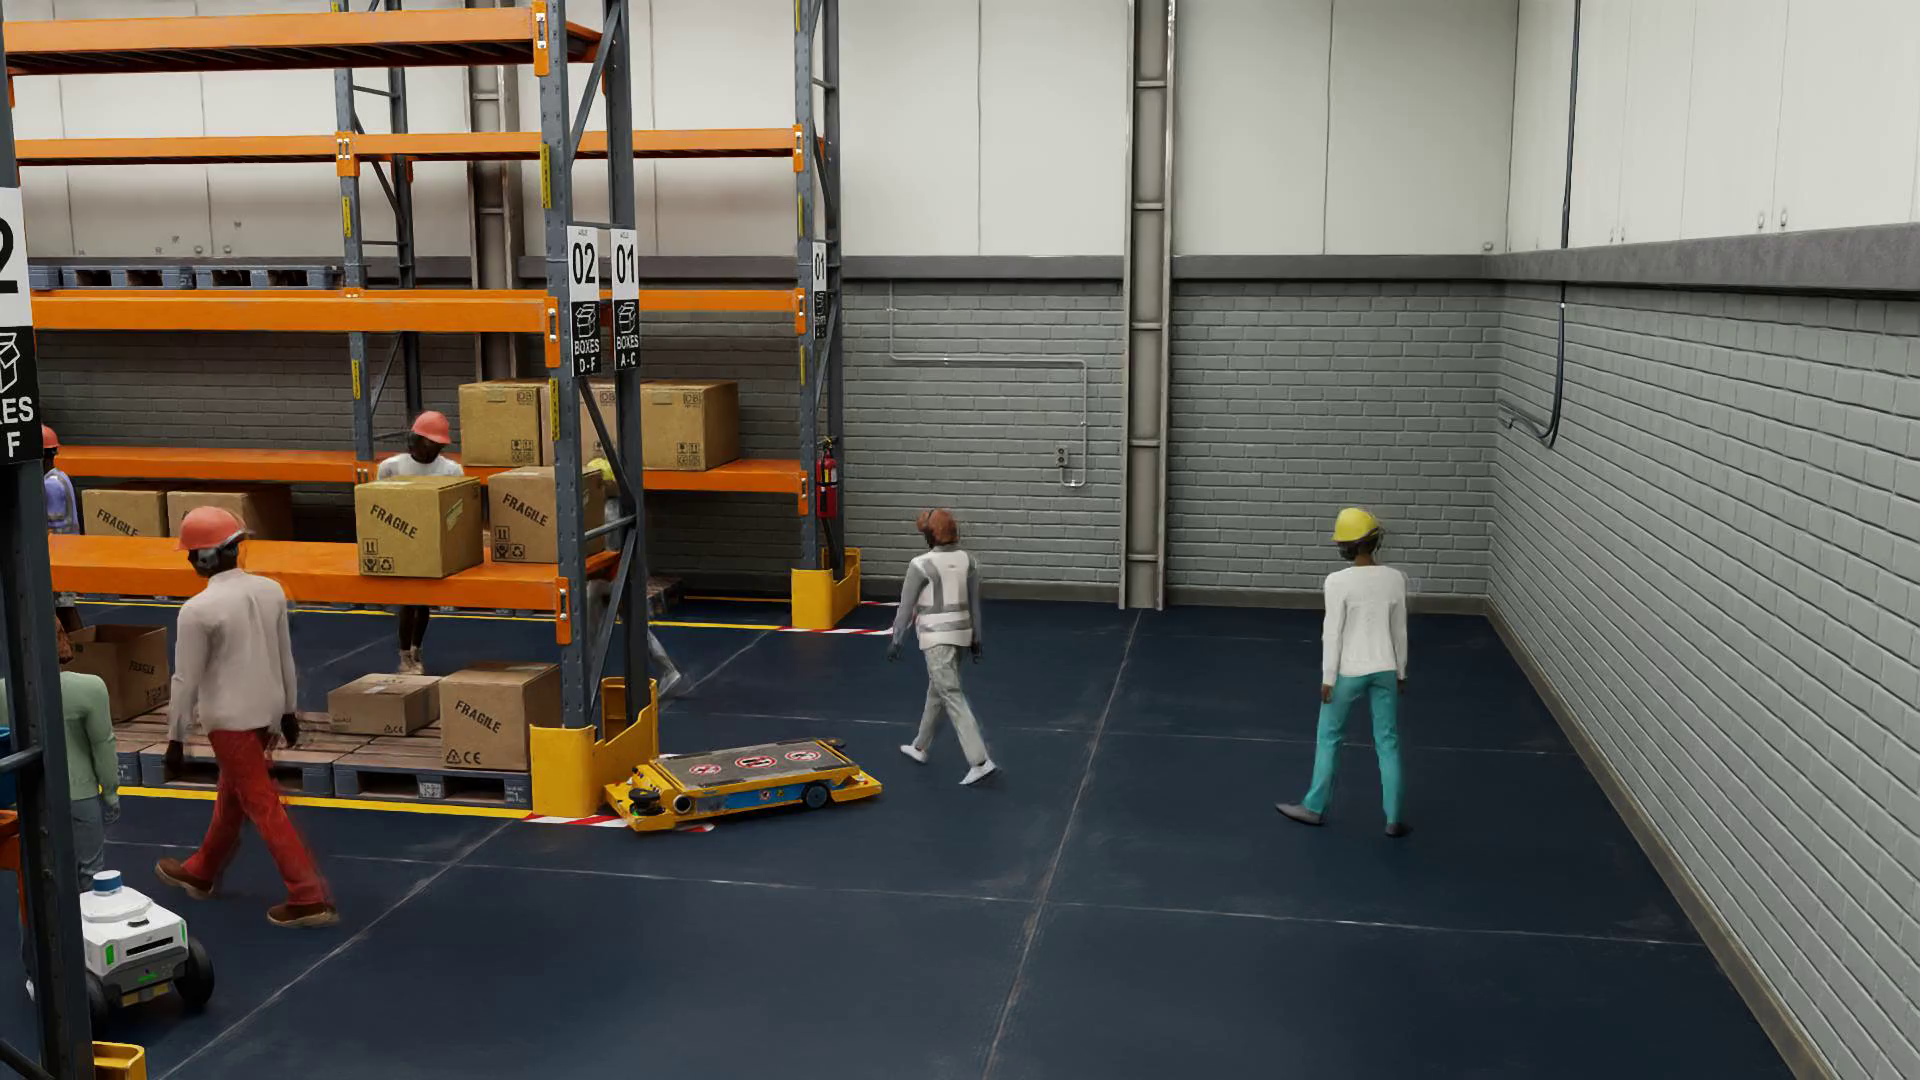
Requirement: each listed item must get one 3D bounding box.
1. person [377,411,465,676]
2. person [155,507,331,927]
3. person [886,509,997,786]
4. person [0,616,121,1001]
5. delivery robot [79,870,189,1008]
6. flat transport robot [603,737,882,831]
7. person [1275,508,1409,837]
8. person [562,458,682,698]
[{"bbox_3d":[-3.938,0.046,12.160,0.640,1.987,0.684,-6,11,-31],"label":"person"},{"bbox_3d":[-3.357,0.807,7.621,1.064,1.927,0.630,3,10,16],"label":"person"},{"bbox_3d":[-0.074,0.615,9.820,0.566,1.595,0.864,-9,13,-43],"label":"person"},{"bbox_3d":[-3.727,1.079,6.843,0.499,1.636,0.286,-3,10,-20],"label":"person"},{"bbox_3d":[-3.445,1.586,6.748,0.707,0.478,0.477,8,12,39],"label":"delivery robot"},{"bbox_3d":[-1.221,1.353,9.362,1.431,0.197,0.652,-5,10,-26],"label":"flat transport robot"},{"bbox_3d":[2.111,0.704,8.866,0.627,1.735,0.555,-4,10,-22],"label":"person"},{"bbox_3d":[-2.389,0.274,11.627,0.849,1.711,0.480,4,10,23],"label":"person"}]
